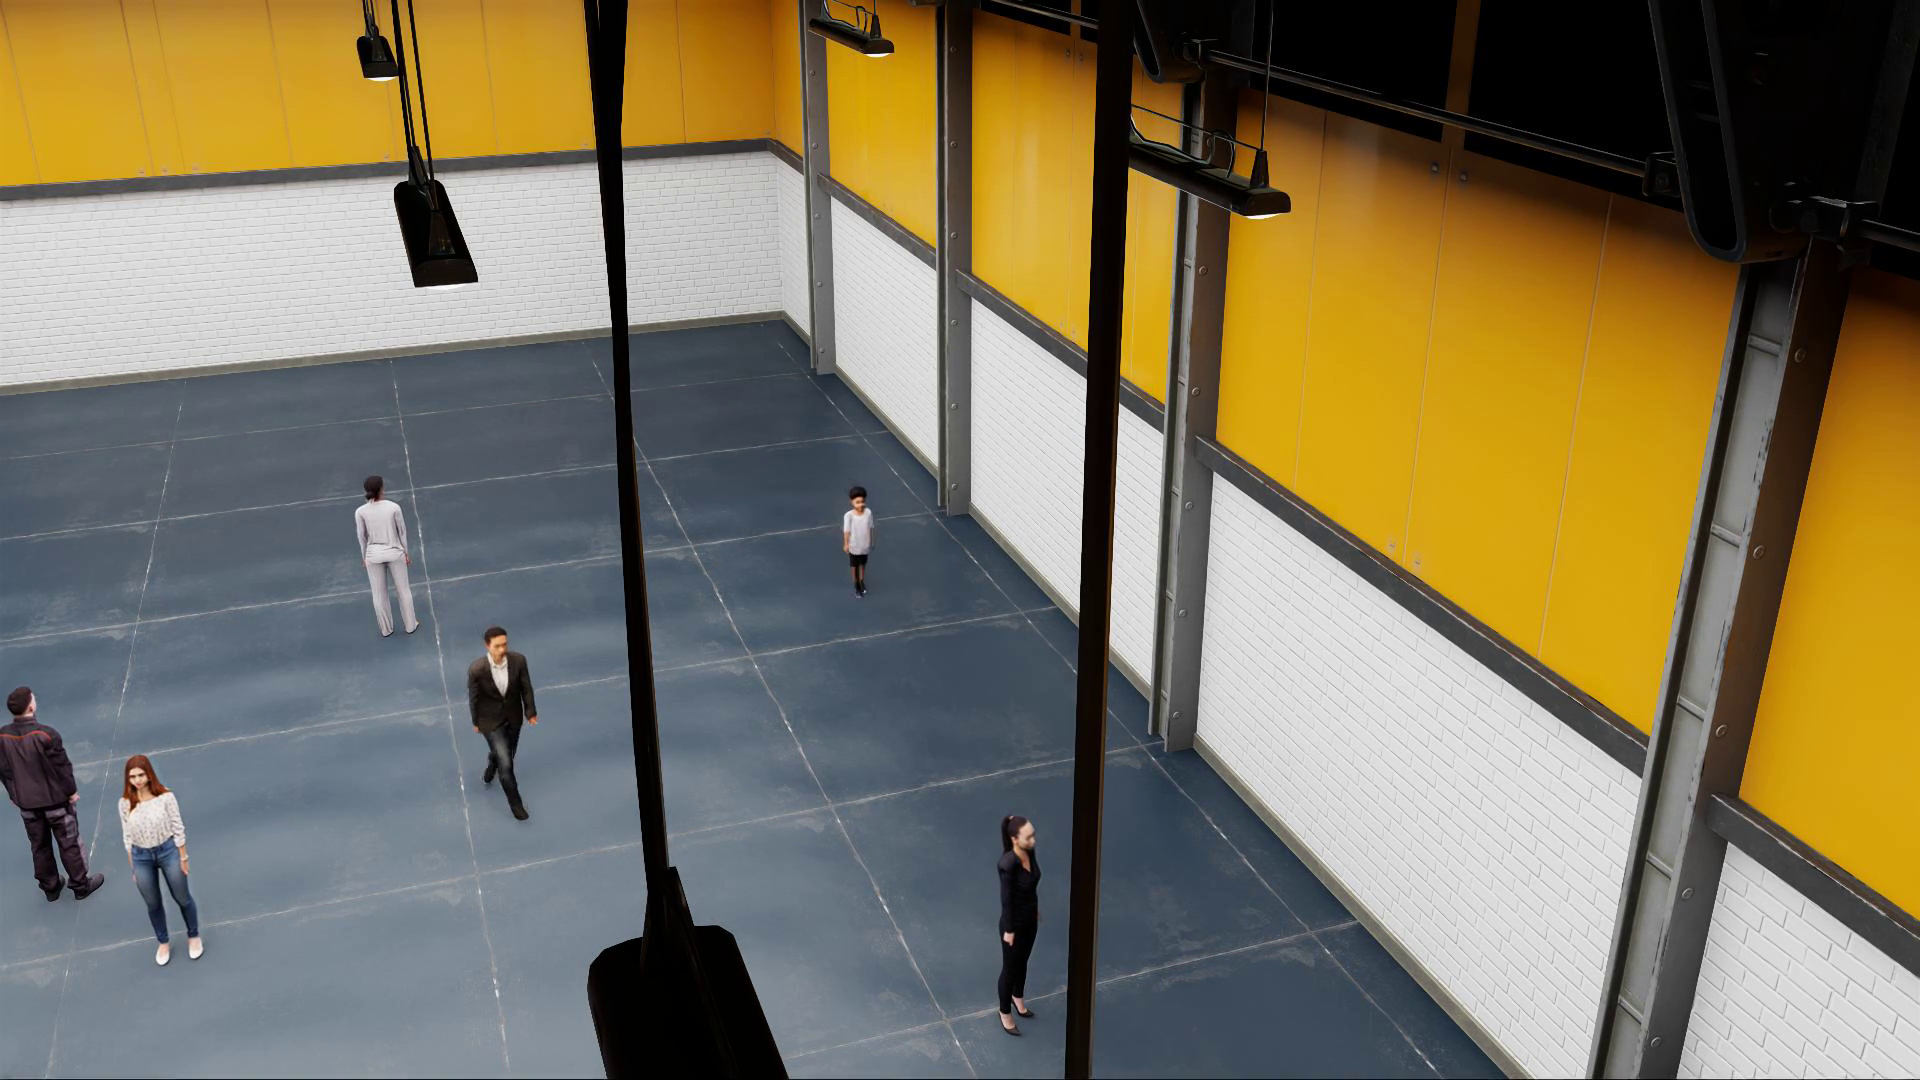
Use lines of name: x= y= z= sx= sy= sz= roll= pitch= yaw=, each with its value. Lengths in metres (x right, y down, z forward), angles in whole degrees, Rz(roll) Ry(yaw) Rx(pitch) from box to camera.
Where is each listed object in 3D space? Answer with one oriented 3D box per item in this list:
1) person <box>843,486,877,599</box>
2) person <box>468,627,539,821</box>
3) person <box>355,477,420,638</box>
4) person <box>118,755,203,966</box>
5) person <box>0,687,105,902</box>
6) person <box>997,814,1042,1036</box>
person: x=-1.129 y=-0.021 z=18.314 sx=0.506 sy=1.254 sz=0.582 roll=-9 pitch=25 yaw=-20
person: x=-3.975 y=1.494 z=14.224 sx=0.886 sy=1.754 sz=1.183 roll=-15 pitch=28 yaw=-31
person: x=-5.974 y=0.162 z=17.290 sx=0.639 sy=1.739 sz=0.551 roll=-6 pitch=24 yaw=-14
person: x=-5.944 y=2.344 z=12.313 sx=0.581 sy=1.728 sz=0.529 roll=-6 pitch=24 yaw=-13
person: x=-7.164 y=1.978 z=12.989 sx=0.786 sy=1.857 sz=0.734 roll=-1 pitch=24 yaw=-2
person: x=0.408 y=2.667 z=11.594 sx=0.682 sy=1.712 sz=0.642 roll=13 pitch=27 yaw=27
